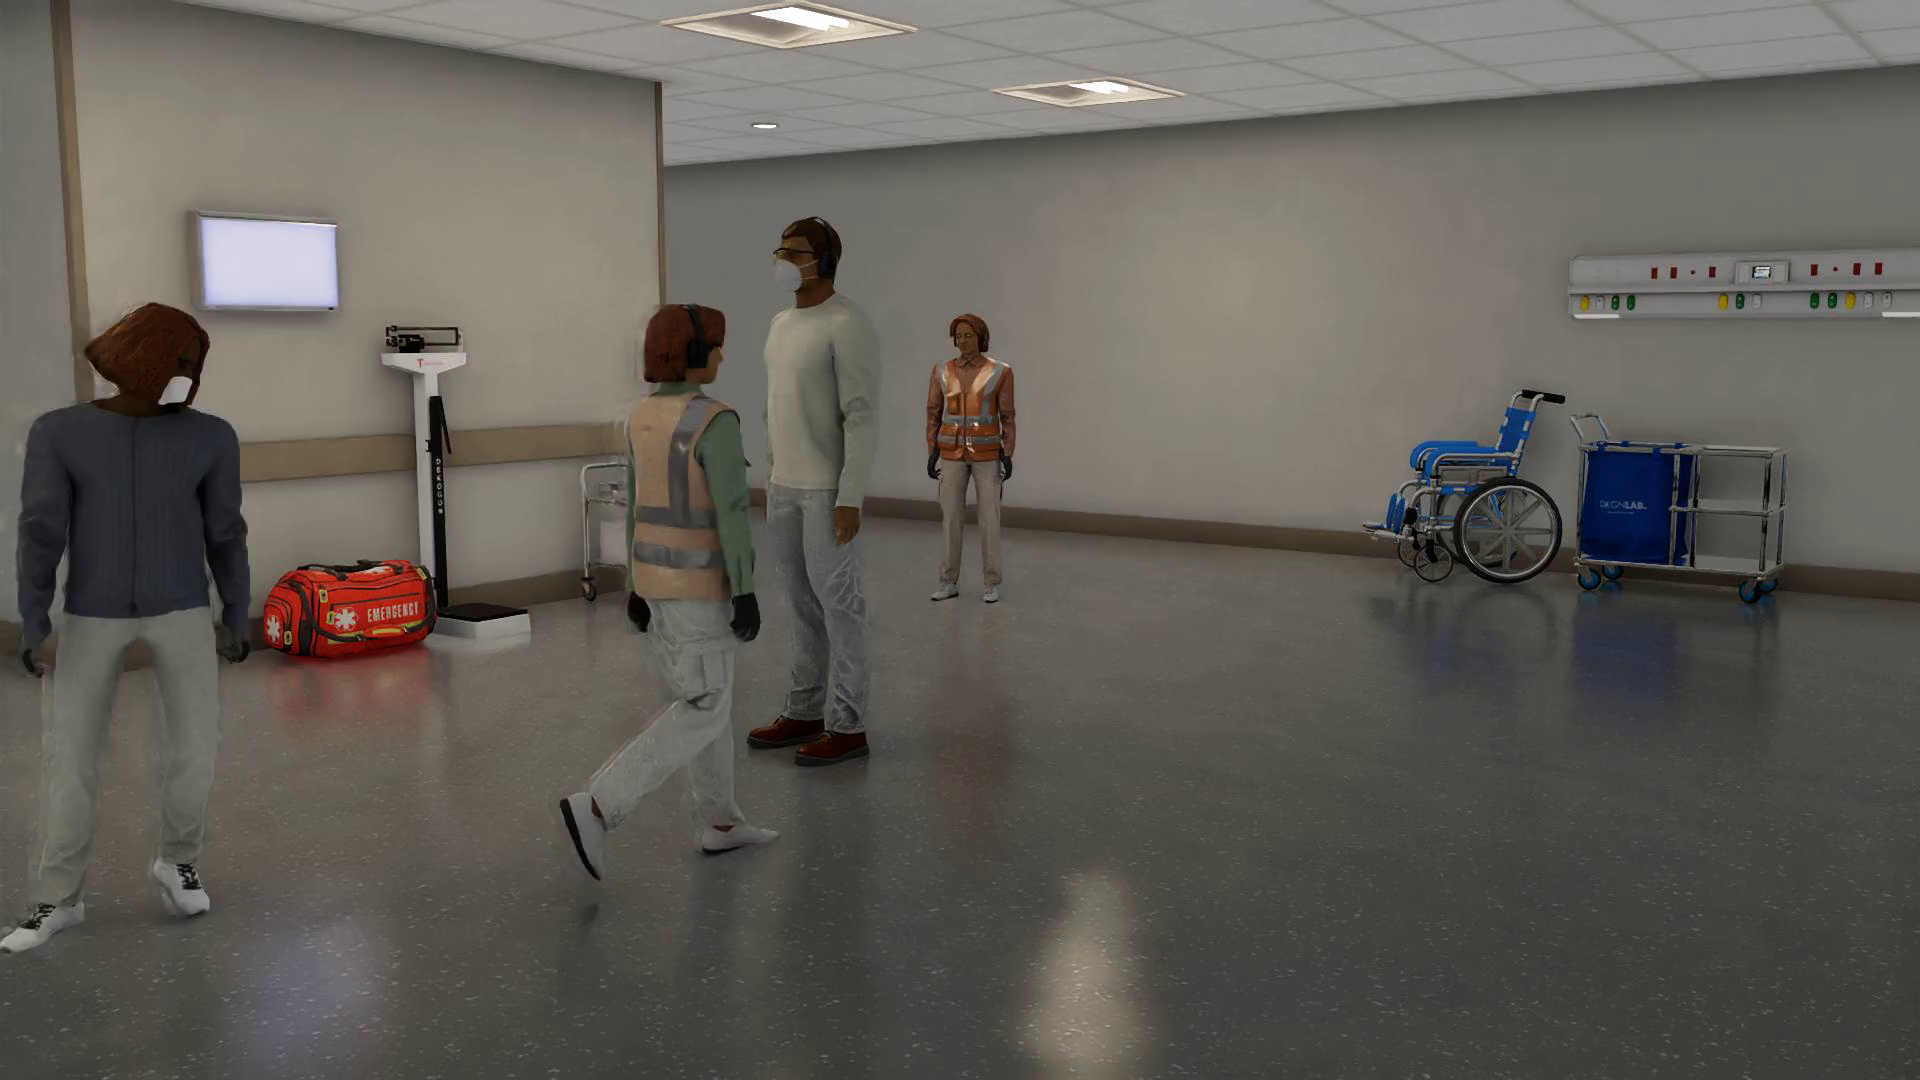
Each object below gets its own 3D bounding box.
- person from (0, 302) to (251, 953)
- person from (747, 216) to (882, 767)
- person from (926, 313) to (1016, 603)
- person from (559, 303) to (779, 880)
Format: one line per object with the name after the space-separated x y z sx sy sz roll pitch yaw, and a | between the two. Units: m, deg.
-2.147 0.208 4.207 0.664 1.605 0.336 -4 8 -29 | person
-0.523 -0.174 5.958 0.370 1.940 0.631 -5 9 -37 | person
0.060 -0.461 9.458 0.525 1.639 0.307 2 7 16 | person
-0.810 0.145 4.667 0.684 1.618 0.521 -5 9 -37 | person
